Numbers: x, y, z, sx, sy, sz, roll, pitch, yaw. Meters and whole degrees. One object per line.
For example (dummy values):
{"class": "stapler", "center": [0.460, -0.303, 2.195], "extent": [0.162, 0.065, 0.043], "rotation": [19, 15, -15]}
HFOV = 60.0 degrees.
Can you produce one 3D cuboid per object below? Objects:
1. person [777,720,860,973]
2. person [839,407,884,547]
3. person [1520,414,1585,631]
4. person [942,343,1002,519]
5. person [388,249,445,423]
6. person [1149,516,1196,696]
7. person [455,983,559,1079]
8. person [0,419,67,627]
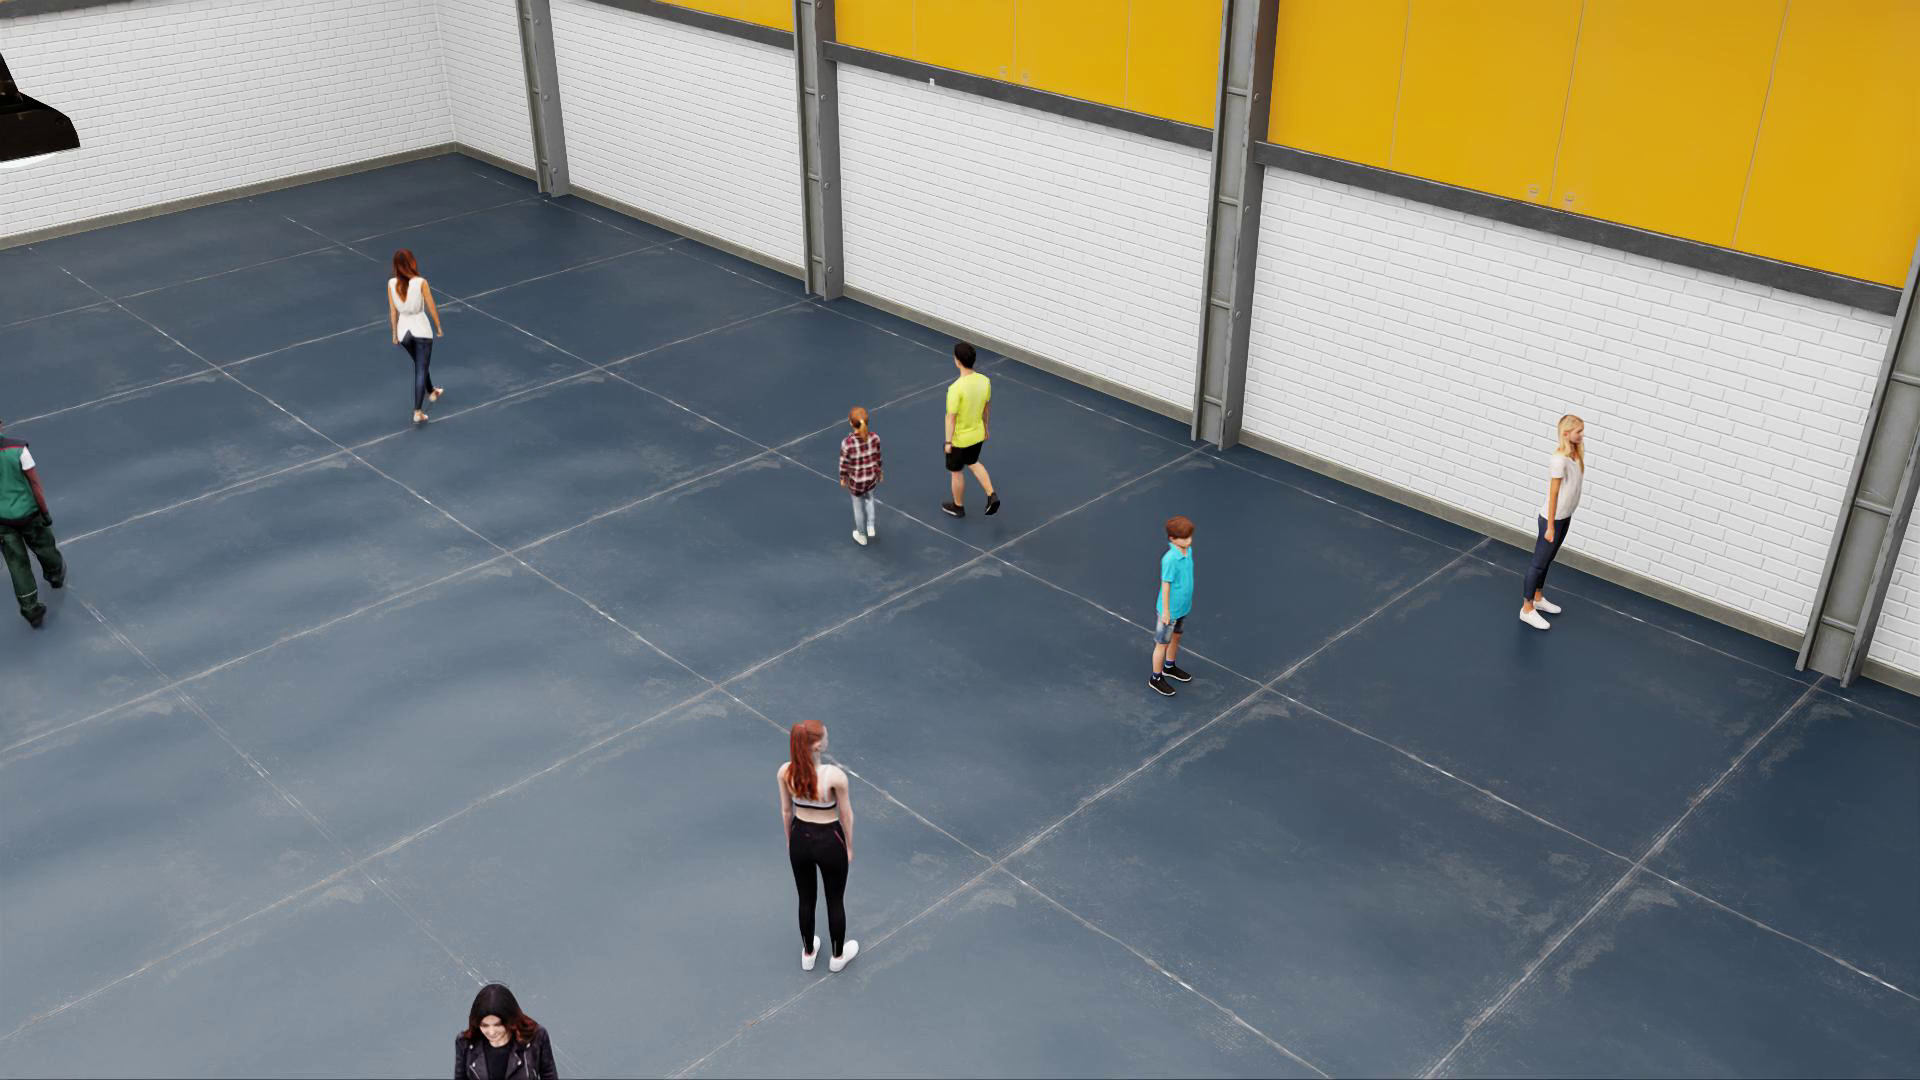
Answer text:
{"class": "person", "center": [-0.843, 1.811, 9.800], "extent": [0.614, 1.742, 0.722], "rotation": [7, 29, 13]}
{"class": "person", "center": [-0.834, -0.536, 14.567], "extent": [0.612, 1.297, 0.627], "rotation": [-12, 31, -20]}
{"class": "person", "center": [4.774, -0.174, 13.370], "extent": [0.553, 1.809, 0.624], "rotation": [19, 34, 31]}
{"class": "person", "center": [0.104, -0.933, 14.882], "extent": [0.651, 1.693, 0.865], "rotation": [-23, 36, -36]}
{"class": "person", "center": [-5.534, -2.027, 16.834], "extent": [1.112, 1.744, 1.127], "rotation": [2, 29, 4]}
{"class": "person", "center": [1.618, 0.462, 12.579], "extent": [0.506, 1.449, 0.547], "rotation": [20, 34, 32]}
{"class": "person", "center": [-2.192, 2.797, 8.101], "extent": [0.727, 1.638, 0.755], "rotation": [-4, 29, -8]}
{"class": "person", "center": [-7.602, -0.159, 13.361], "extent": [1.068, 1.790, 1.243], "rotation": [-7, 29, -12]}
